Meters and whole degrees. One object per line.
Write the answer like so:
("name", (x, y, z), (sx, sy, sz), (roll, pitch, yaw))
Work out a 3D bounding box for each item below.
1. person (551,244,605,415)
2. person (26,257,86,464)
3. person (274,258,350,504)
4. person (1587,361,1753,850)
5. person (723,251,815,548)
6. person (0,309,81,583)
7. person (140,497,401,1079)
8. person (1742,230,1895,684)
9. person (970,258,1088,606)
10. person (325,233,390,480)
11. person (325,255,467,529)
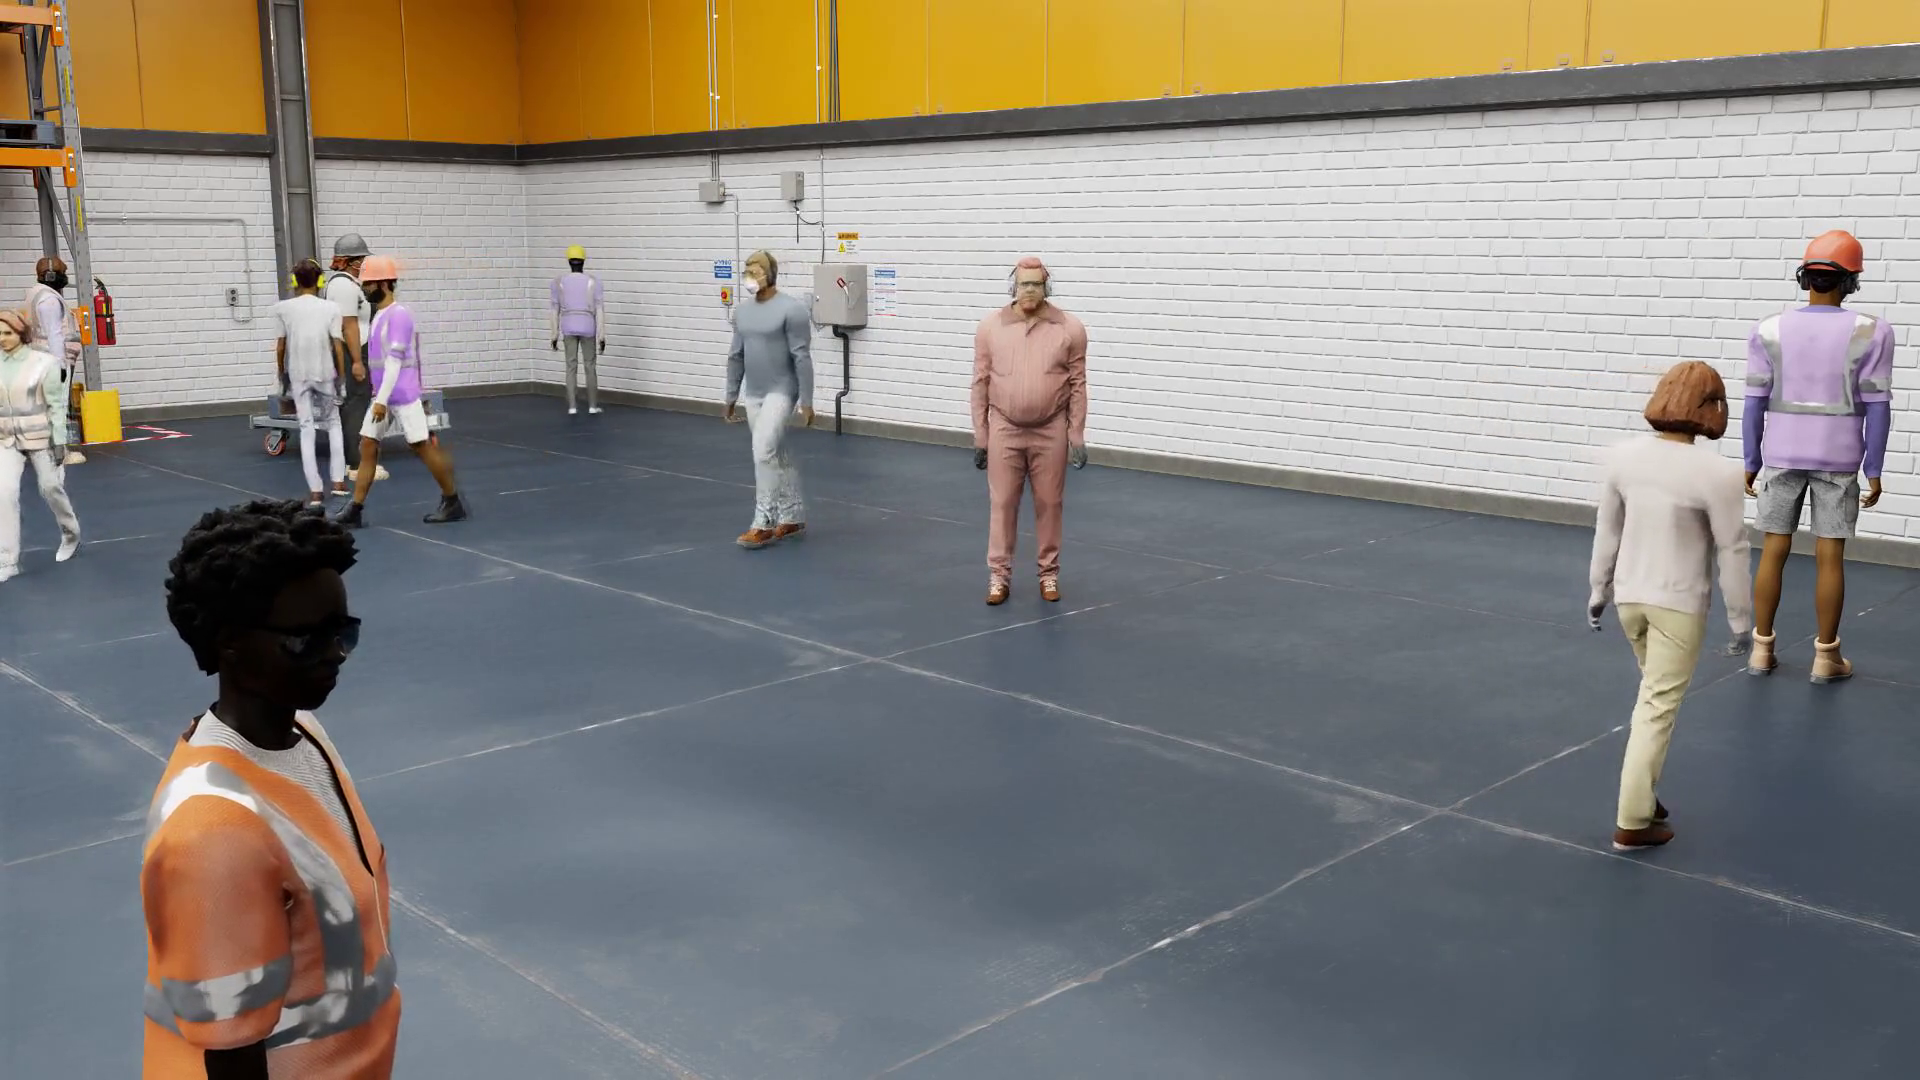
("person", (-4.303, -2.372, 18.801), (0.592, 1.927, 0.371), (-1, 10, -6))
("person", (-8.034, -1.587, 14.785), (0.432, 1.836, 0.618), (-8, 13, -36))
("person", (-4.953, -1.216, 12.722), (0.516, 1.845, 0.737), (-3, 11, -17))
("person", (2.371, 0.218, 5.486), (0.521, 1.614, 0.533), (-5, 12, -27))
("person", (-1.323, -0.907, 10.813), (0.661, 1.909, 0.814), (9, 14, 41))
("person", (-5.609, -0.598, 10.028), (0.522, 1.597, 0.859), (-1, 10, -5))
("person", (-0.901, 0.781, 2.214), (0.319, 1.698, 0.538), (-3, 11, -14))
("person", (3.872, -0.370, 7.555), (0.607, 2.044, 0.378), (8, 13, 37))
("person", (0.383, -0.576, 9.146), (0.671, 1.903, 0.546), (0, 10, 3))
("person", (-4.989, -1.525, 13.860), (0.536, 2.000, 0.673), (-4, 11, -22))
("person", (-3.939, -1.015, 11.512), (0.996, 1.890, 0.546), (-9, 13, -39))
